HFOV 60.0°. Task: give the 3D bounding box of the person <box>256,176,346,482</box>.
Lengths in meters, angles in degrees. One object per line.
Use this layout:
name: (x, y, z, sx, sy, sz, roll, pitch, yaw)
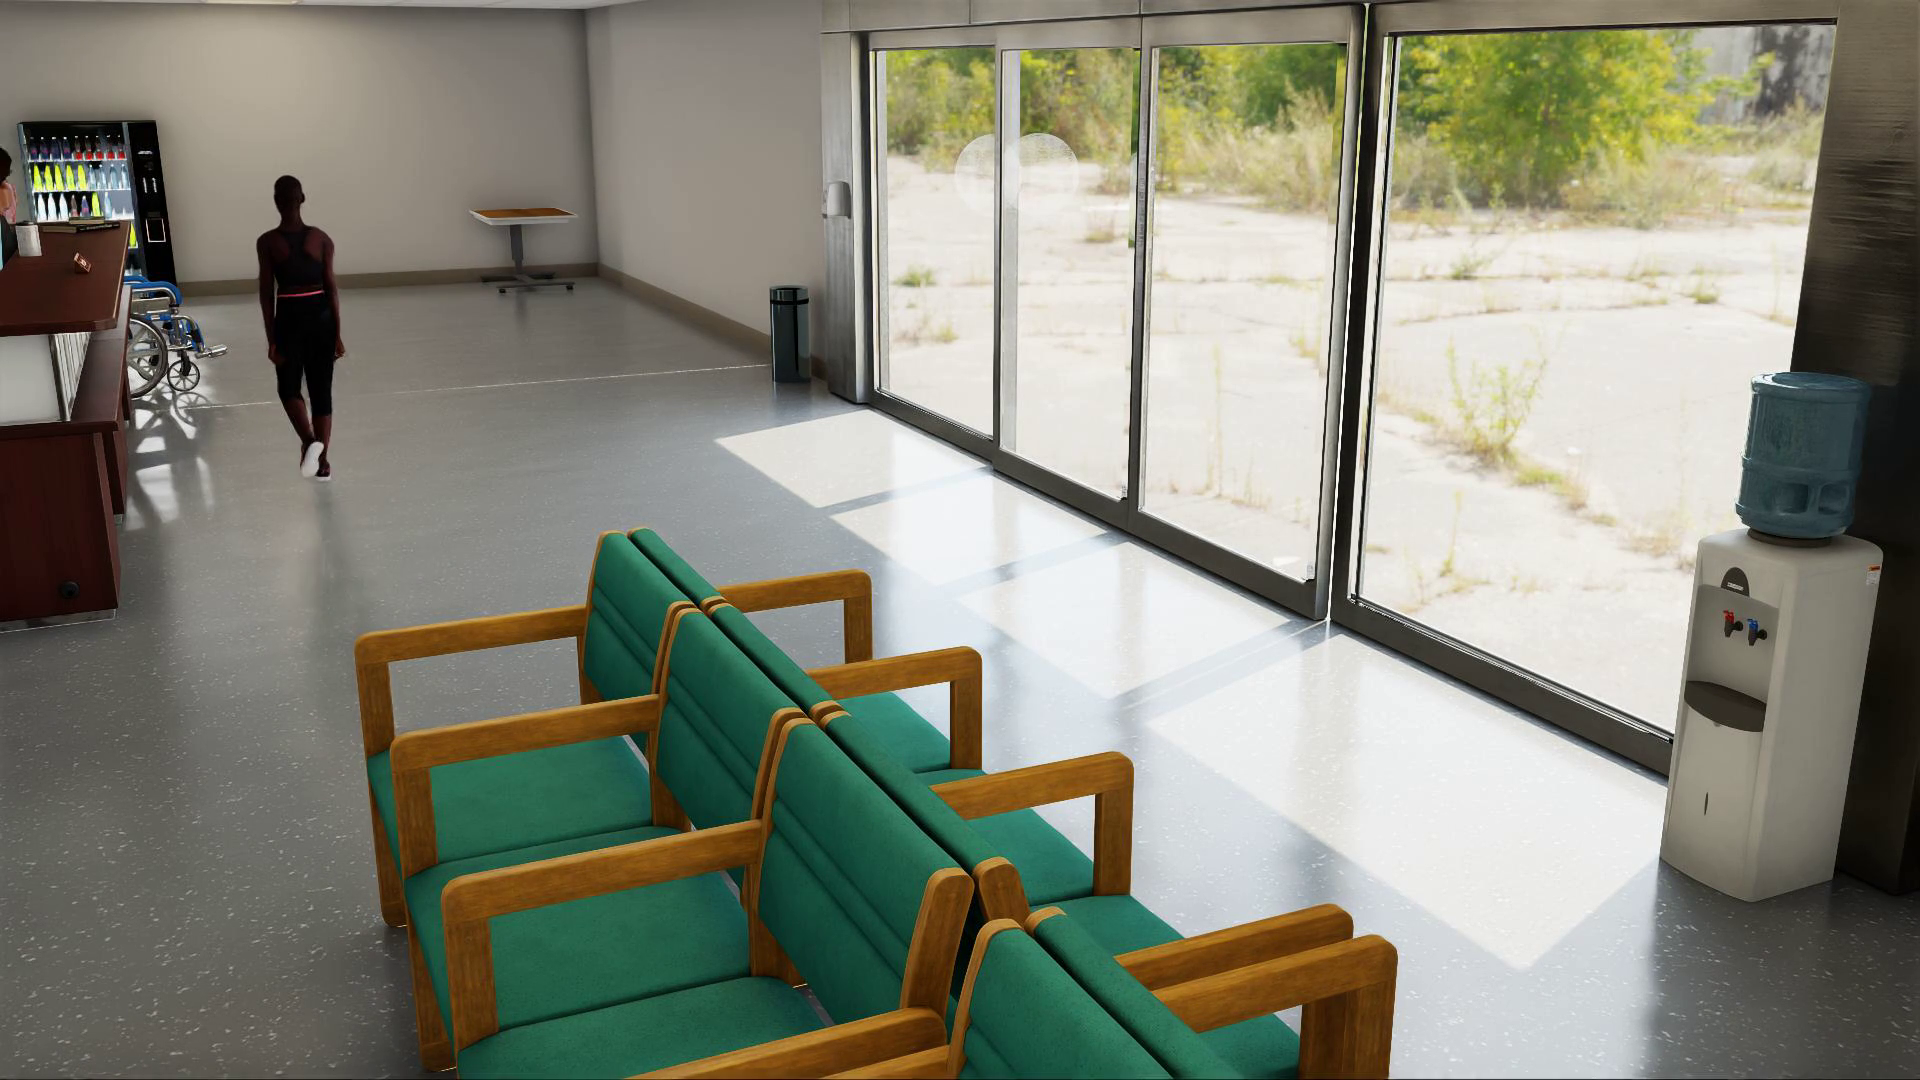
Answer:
person: (-3.700, -1.156, 9.412, 0.808, 1.745, 0.676, -9, 18, -28)
